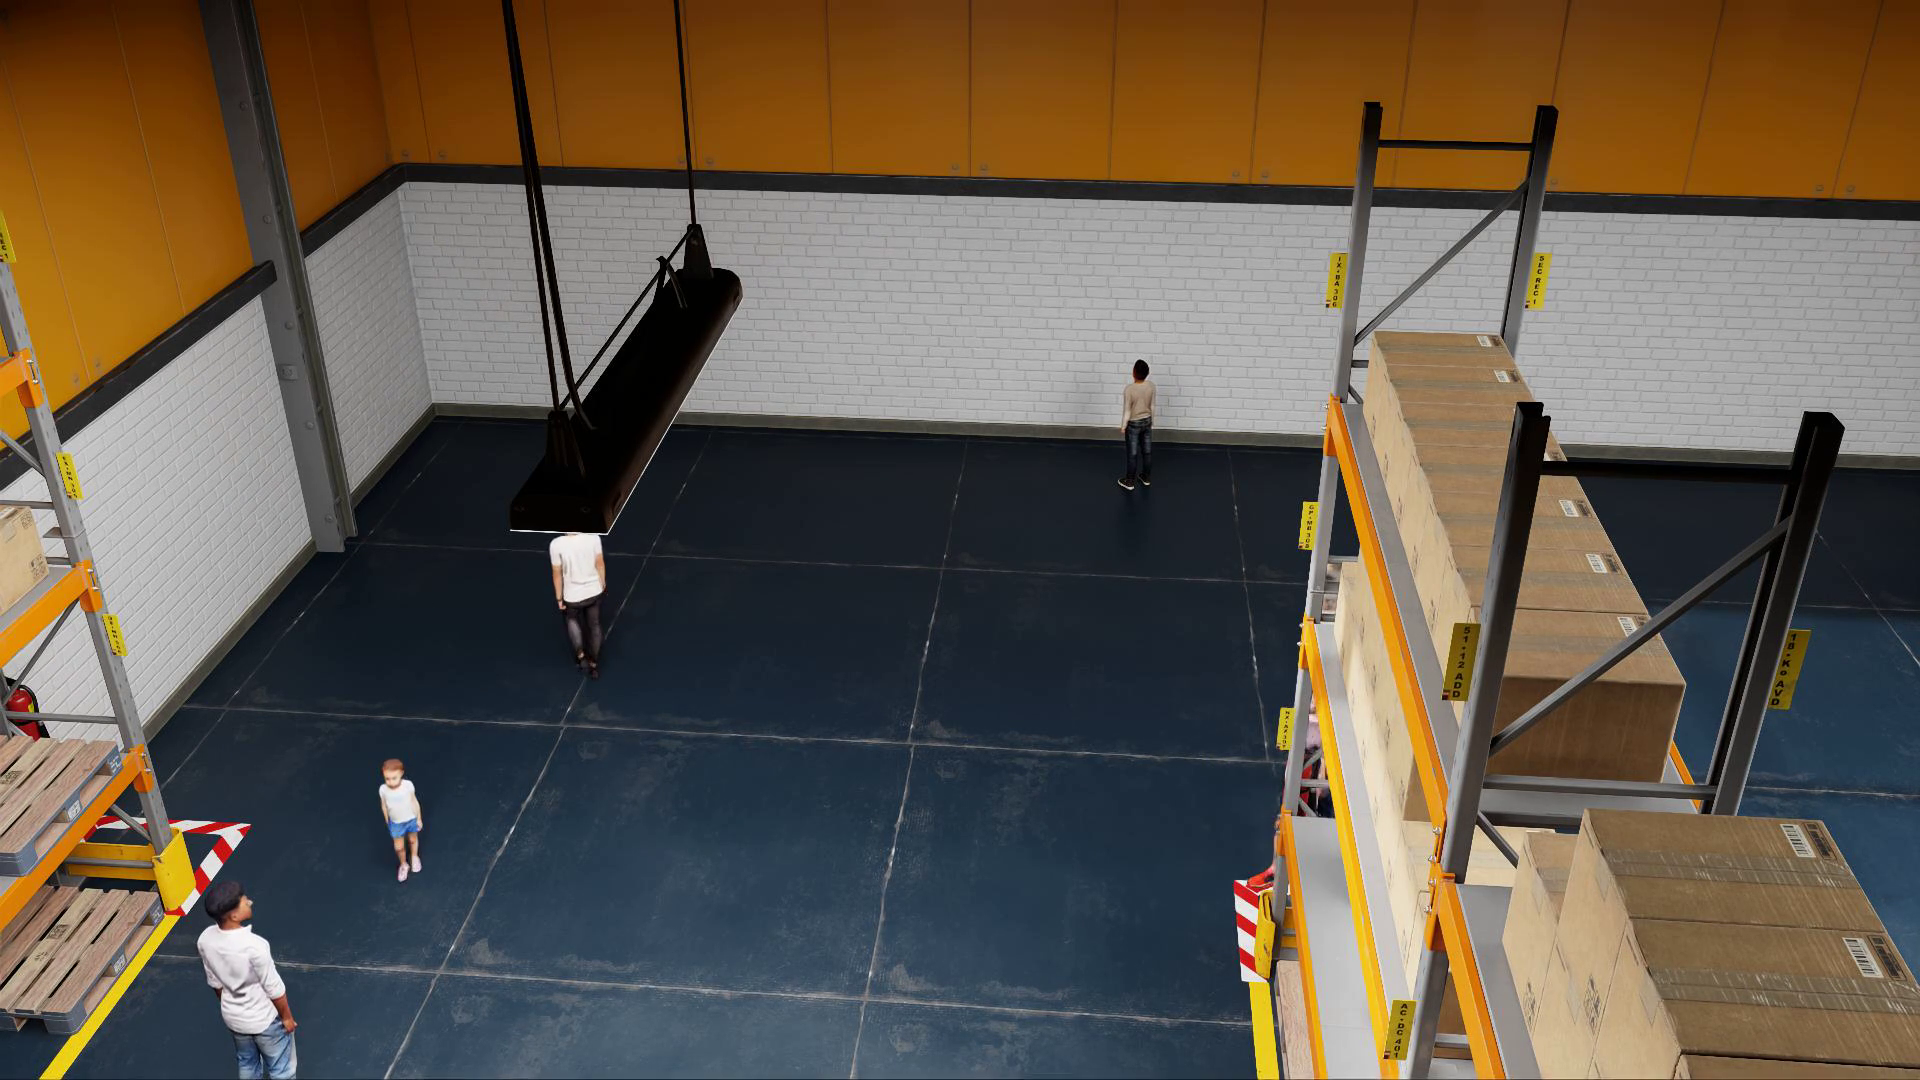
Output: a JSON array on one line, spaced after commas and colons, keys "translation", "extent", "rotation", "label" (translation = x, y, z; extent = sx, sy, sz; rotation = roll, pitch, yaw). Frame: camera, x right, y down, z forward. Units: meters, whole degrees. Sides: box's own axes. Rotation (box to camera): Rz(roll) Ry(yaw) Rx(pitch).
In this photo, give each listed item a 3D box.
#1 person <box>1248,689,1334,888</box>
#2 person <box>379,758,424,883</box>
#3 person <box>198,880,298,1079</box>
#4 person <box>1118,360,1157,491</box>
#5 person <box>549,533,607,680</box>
[{"translation": [2.619, 1.786, 11.973], "extent": [0.926, 1.821, 1.142], "rotation": [-4, 29, -7], "label": "person"}, {"translation": [-4.137, 2.025, 12.379], "extent": [0.487, 1.012, 0.543], "rotation": [-8, 30, -14], "label": "person"}, {"translation": [-4.290, 2.828, 10.074], "extent": [0.688, 1.809, 0.631], "rotation": [9, 30, 15], "label": "person"}, {"translation": [1.924, -1.247, 17.905], "extent": [0.633, 1.465, 0.649], "rotation": [-11, 31, -20], "label": "person"}, {"translation": [-3.292, 0.463, 14.515], "extent": [0.742, 1.710, 0.766], "rotation": [-12, 31, -22], "label": "person"}]
